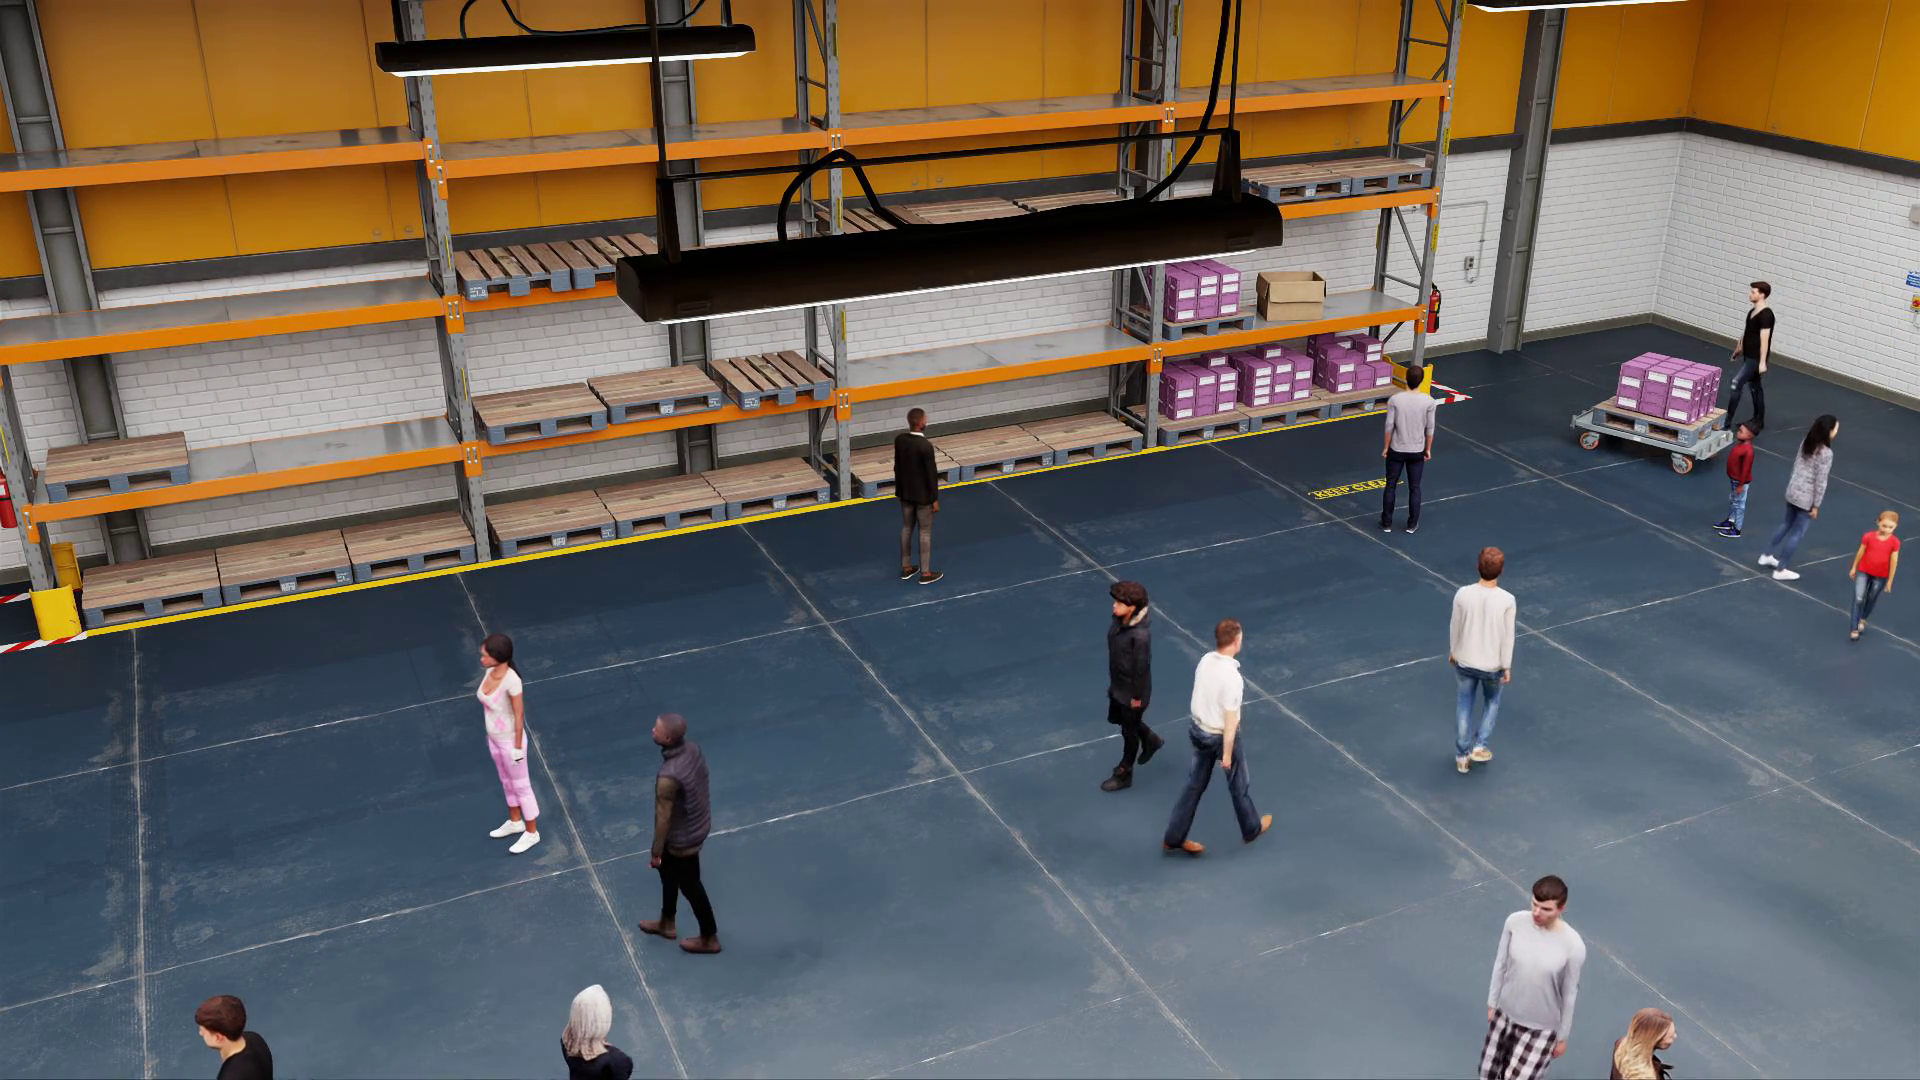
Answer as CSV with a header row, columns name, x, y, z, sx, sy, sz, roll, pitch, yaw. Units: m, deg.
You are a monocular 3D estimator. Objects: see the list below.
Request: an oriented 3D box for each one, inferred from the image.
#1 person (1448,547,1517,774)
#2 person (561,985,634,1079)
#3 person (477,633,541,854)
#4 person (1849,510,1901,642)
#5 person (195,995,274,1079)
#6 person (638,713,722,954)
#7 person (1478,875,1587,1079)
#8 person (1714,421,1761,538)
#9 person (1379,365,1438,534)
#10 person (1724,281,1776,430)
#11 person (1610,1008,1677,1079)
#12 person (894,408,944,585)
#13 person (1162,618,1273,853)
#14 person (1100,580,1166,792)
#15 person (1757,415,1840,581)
name,x,y,z,sx,sy,sz,roll,pitch,yaw
person,4.069,0.994,13.055,0.784,1.888,0.820,12,26,25
person,-1.857,3.069,8.503,0.837,1.733,0.958,16,28,32
person,-3.308,1.459,12.173,0.609,1.744,0.636,-20,31,-38
person,8.458,0.292,15.419,0.817,1.283,0.931,13,27,27
person,-3.442,3.070,8.354,0.768,1.850,0.776,-4,24,-9
person,-1.740,1.954,10.947,1.016,1.820,0.943,3,24,6
person,3.227,2.645,9.350,0.835,1.831,0.993,20,31,38
person,8.279,-0.660,17.631,0.619,1.254,0.579,4,24,9
person,4.727,-0.963,17.589,0.689,1.844,0.797,4,24,9
person,9.869,-2.234,20.466,1.090,1.868,0.986,4,24,9
person,3.391,3.090,8.489,0.653,1.705,0.674,0,24,1
person,-0.428,-0.442,16.448,0.740,1.802,0.725,18,29,35
person,1.759,1.470,12.090,1.111,1.790,0.711,-7,25,-15
person,1.390,1.108,12.950,0.847,1.765,0.616,-11,26,-23
person,8.350,-0.427,16.525,0.710,1.714,0.715,-4,24,-10
